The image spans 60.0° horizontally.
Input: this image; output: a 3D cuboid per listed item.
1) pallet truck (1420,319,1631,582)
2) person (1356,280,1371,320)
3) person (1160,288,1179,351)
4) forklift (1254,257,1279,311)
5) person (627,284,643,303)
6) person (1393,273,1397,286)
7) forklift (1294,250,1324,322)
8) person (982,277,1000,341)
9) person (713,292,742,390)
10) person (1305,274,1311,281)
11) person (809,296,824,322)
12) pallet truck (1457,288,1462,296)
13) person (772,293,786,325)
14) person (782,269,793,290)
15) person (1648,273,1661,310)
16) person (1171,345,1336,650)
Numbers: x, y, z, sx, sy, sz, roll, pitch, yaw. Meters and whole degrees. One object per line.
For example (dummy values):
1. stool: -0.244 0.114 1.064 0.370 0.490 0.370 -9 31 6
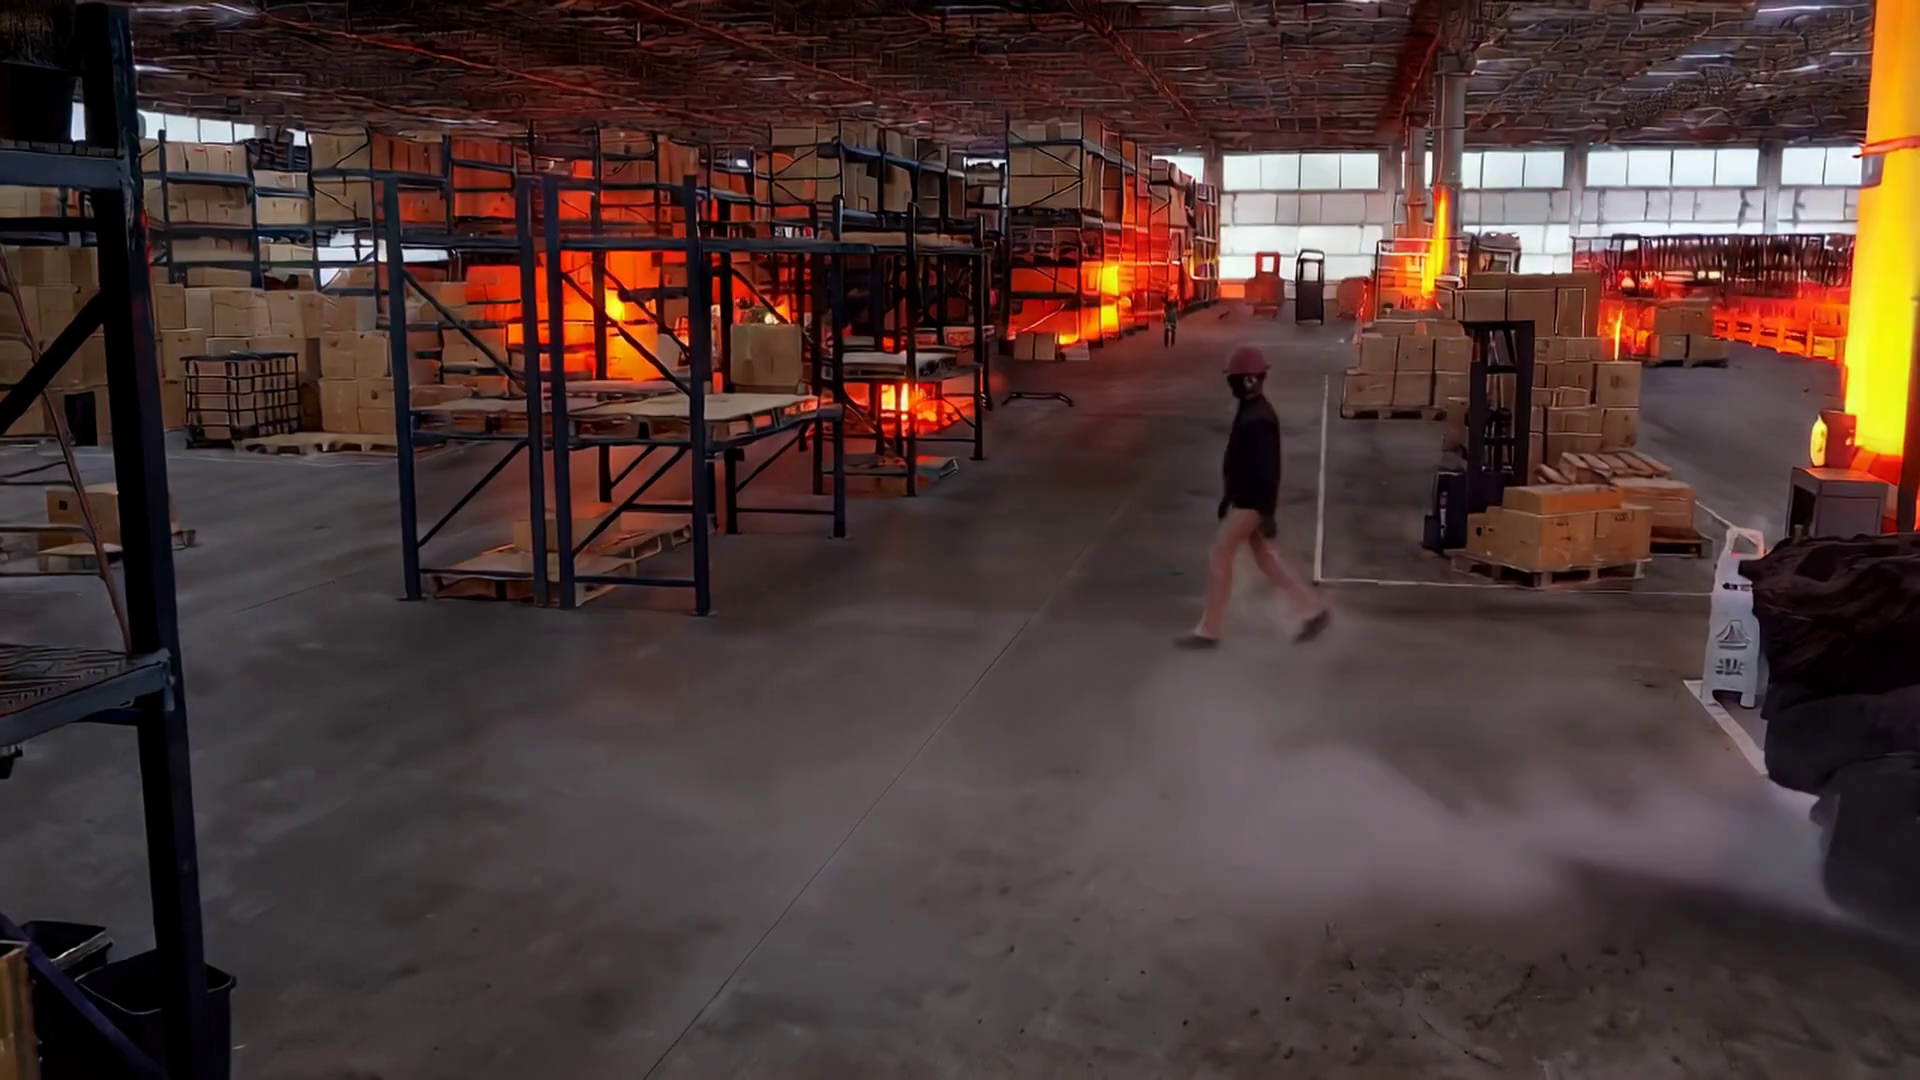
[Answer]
1. pallet truck: 4.543 -0.757 13.299 0.823 1.965 1.885 -4 10 -22
2. person: 16.493 -9.707 67.357 0.908 1.644 0.533 1 10 6
3. person: 5.707 -5.981 45.140 0.560 1.684 0.435 -2 10 -12
4. forklift: 14.570 -12.269 78.856 1.129 2.768 1.873 2 10 12
5. person: -8.170 -5.542 42.064 0.980 1.860 0.659 1 10 7
6. person: 23.005 -13.264 88.152 0.361 1.733 0.486 9 13 43
7. forklift: 13.778 -10.002 65.433 1.129 2.768 1.873 2 10 12
8. person: 0.926 -7.002 50.493 0.592 1.924 0.543 2 10 9
9. person: -4.415 -3.823 31.681 0.593 1.922 0.391 -5 11 -29
10. person: 18.091 -13.025 86.797 0.591 1.703 0.891 -7 12 -34
11. person: -5.565 -9.465 65.447 0.931 1.792 0.605 3 10 16
12. pallet truck: 20.506 -9.785 68.819 0.653 1.274 1.630 2 10 12
13. person: -4.227 -4.921 38.845 0.318 1.697 0.534 0 10 1
14. person: -8.062 -11.670 77.869 0.638 2.030 0.413 7 12 37
15. person: 27.219 -9.488 65.148 0.389 1.948 0.608 -4 10 -24
16. person: 1.903 -0.258 10.491 1.007 1.959 0.608 1 10 7
